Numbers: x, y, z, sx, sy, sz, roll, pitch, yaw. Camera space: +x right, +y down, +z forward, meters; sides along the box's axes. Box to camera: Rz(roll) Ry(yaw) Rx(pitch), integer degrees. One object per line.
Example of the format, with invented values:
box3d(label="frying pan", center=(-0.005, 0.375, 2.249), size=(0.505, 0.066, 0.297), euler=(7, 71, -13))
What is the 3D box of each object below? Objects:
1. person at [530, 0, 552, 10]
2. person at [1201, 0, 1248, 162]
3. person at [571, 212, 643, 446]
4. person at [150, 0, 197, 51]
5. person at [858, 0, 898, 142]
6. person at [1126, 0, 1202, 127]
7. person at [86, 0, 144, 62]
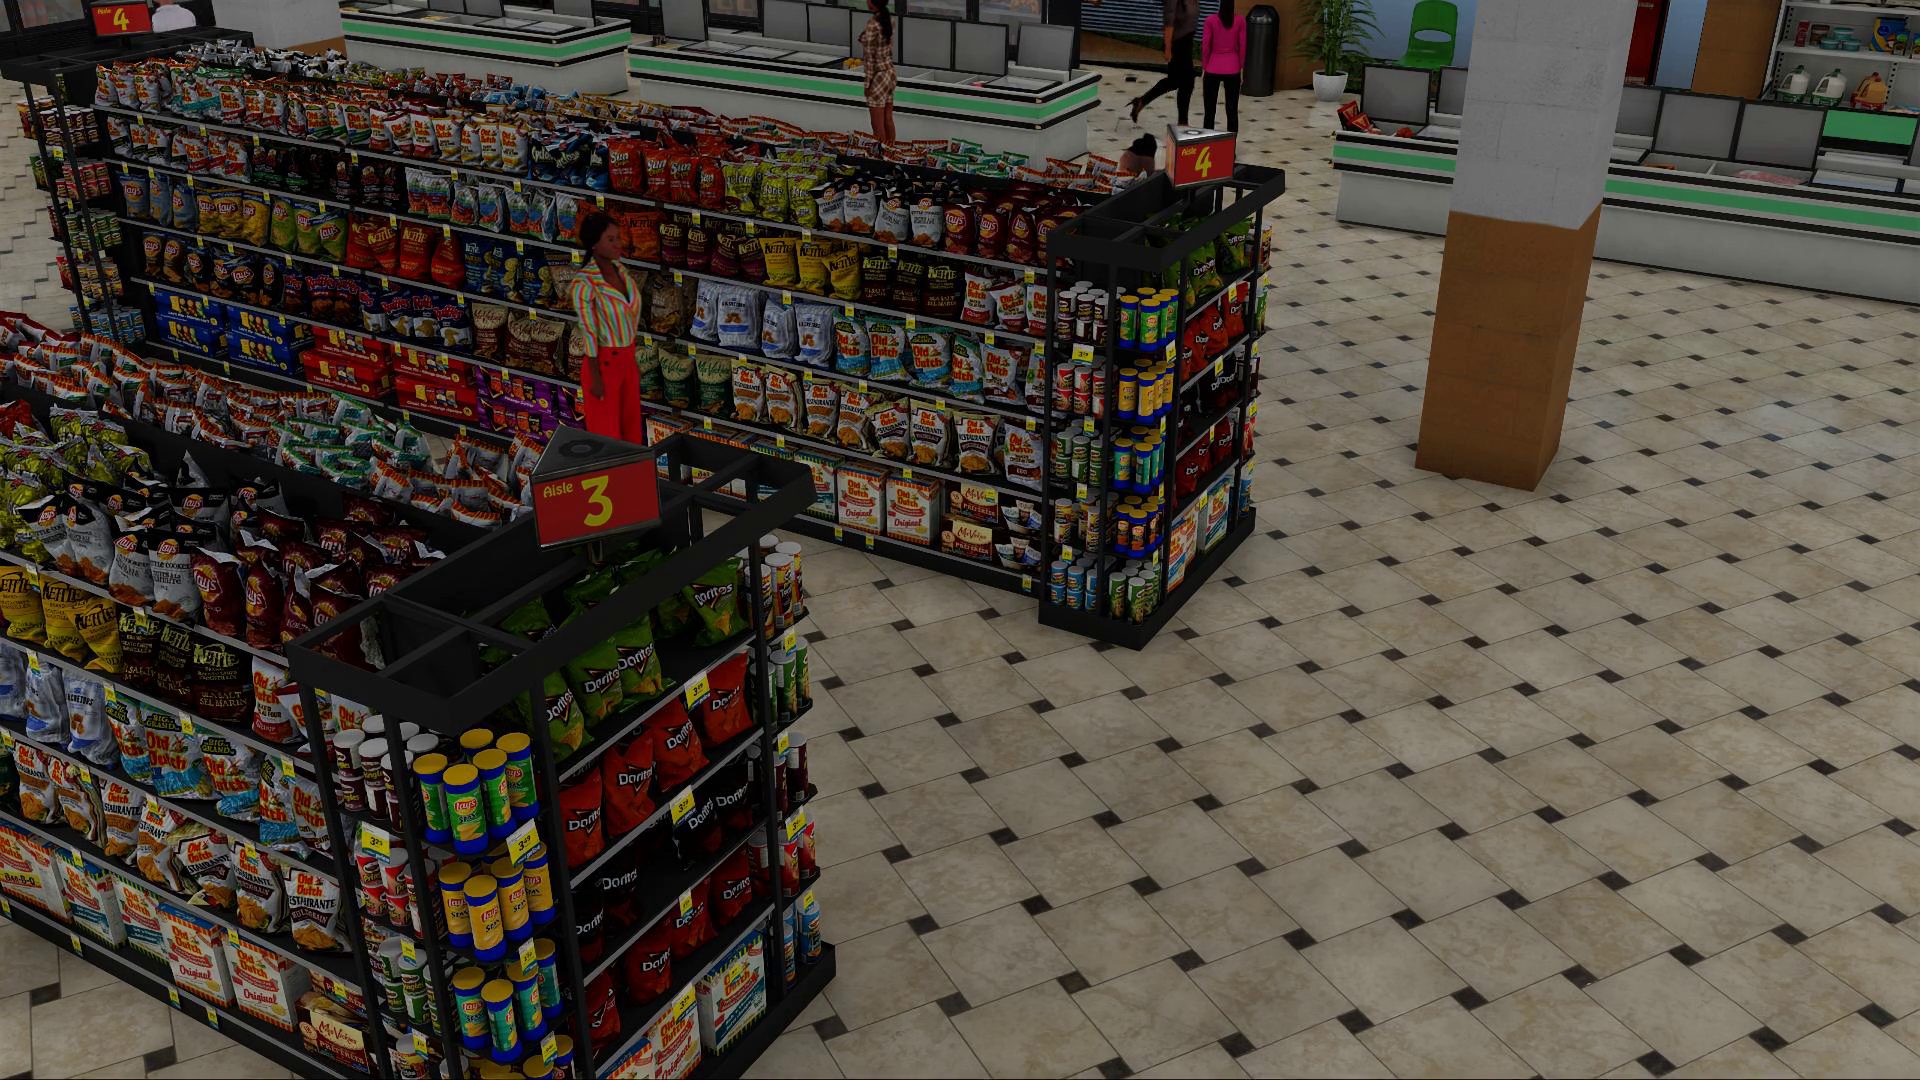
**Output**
box3d(label="person", center=(-5.716, -7.693, 22.294), size=(0.538, 1.754, 0.590), euler=(19, 33, 33))
box3d(label="person", center=(2.537, -4.508, 16.075), size=(0.627, 1.698, 0.728), euler=(2, 27, 5))
box3d(label="person", center=(-1.835, -0.848, 8.753), size=(0.552, 1.792, 0.625), euler=(11, 29, 21))
box3d(label="person", center=(-7.202, -4.284, 15.482), size=(1.083, 1.837, 0.794), euler=(9, 28, 16))
box3d(label="person", center=(-0.736, -4.228, 15.415), size=(0.545, 1.795, 0.578), euler=(14, 30, 25))
box3d(label="person", center=(2.109, -4.956, 16.828), size=(1.080, 1.816, 0.719), euler=(11, 29, 21))
box3d(label="person", center=(-8.162, -4.652, 16.220), size=(0.613, 1.824, 0.697), euler=(17, 32, 30))
